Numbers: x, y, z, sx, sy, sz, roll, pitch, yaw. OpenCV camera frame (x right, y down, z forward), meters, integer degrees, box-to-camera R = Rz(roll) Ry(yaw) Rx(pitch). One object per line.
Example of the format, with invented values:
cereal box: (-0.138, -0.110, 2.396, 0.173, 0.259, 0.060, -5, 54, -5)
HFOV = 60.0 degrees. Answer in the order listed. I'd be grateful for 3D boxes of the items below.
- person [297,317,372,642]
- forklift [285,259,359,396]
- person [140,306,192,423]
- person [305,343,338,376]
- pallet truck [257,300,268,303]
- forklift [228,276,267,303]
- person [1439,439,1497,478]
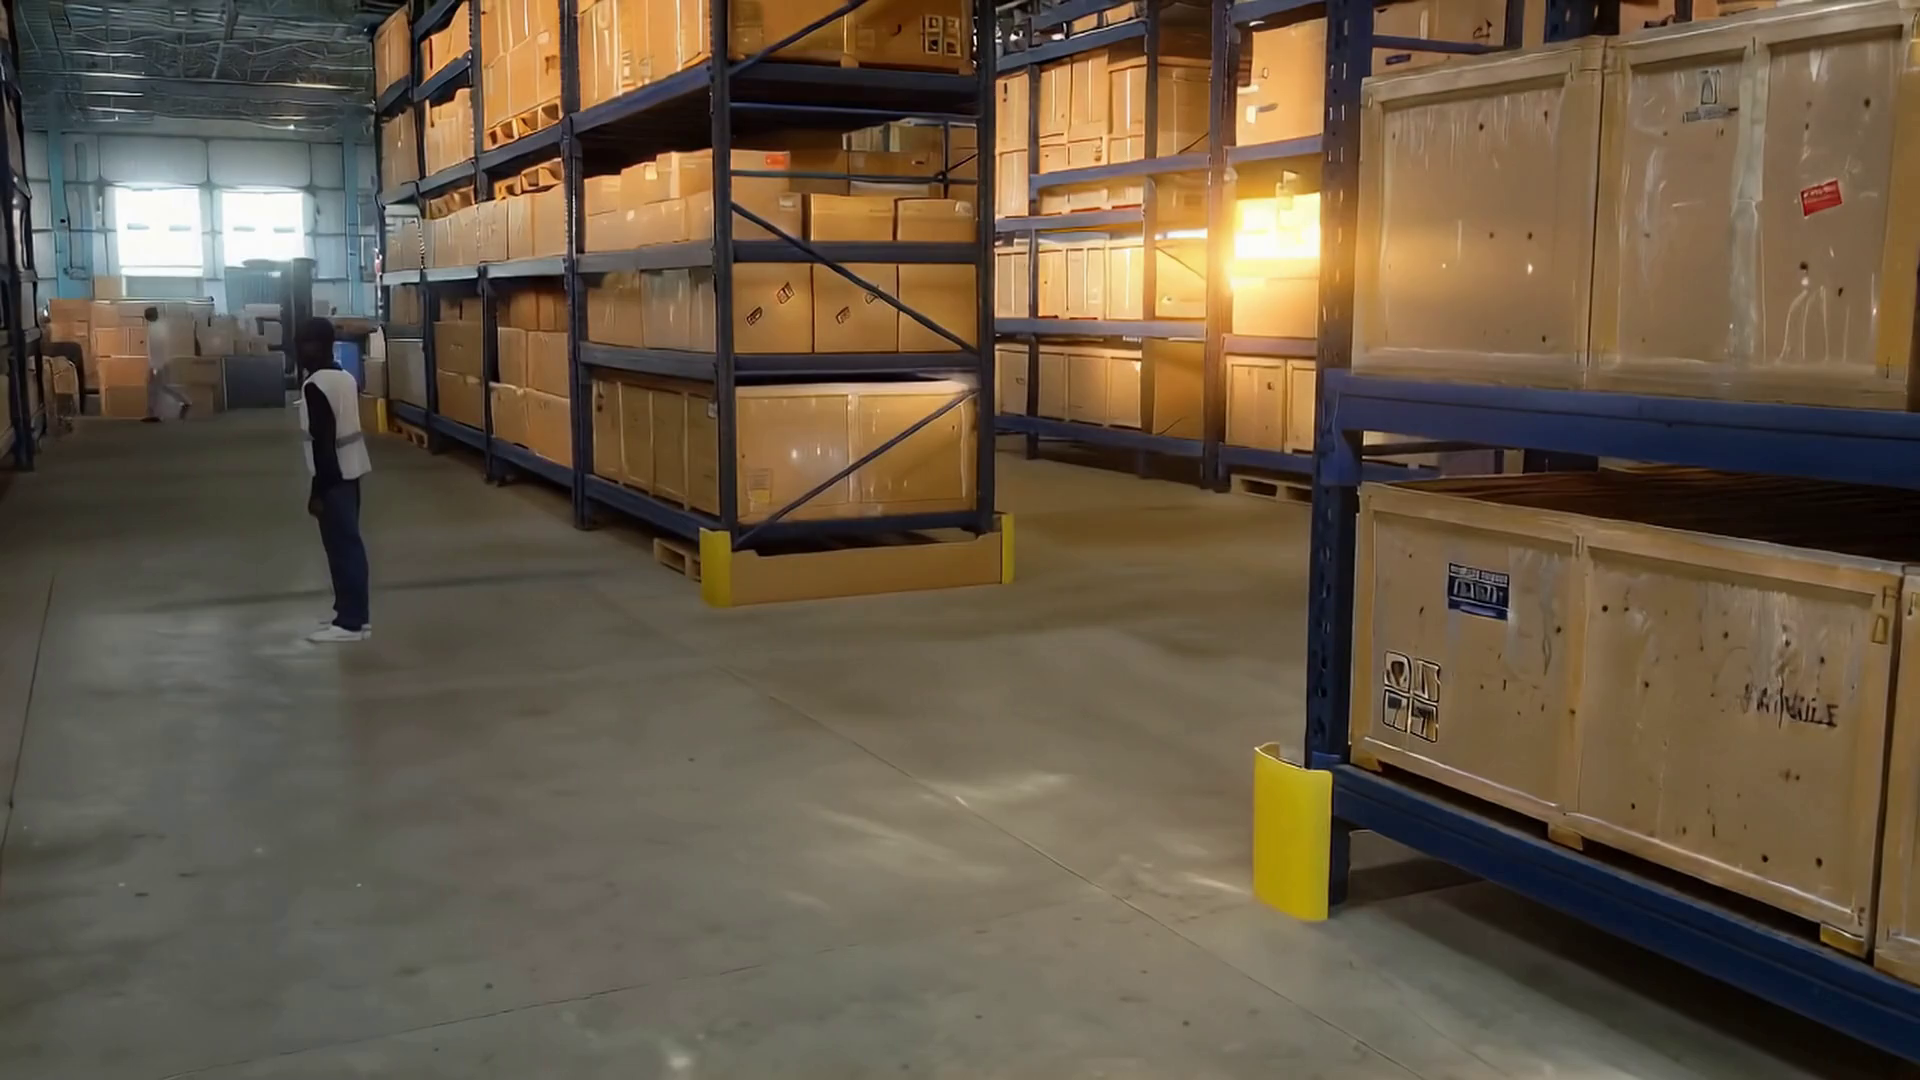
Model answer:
person: (-3.694, -0.352, 9.831, 0.393, 1.913, 0.590, -1, 8, -5)
forklift: (-13.358, -4.326, 33.916, 1.873, 2.768, 1.129, -4, 9, -26)
person: (-12.936, -2.839, 26.973, 0.716, 1.917, 0.636, -3, 9, -18)
person: (-10.666, -2.808, 27.821, 0.524, 1.606, 0.829, -2, 8, -13)
pallet truck: (-23.913, -7.404, 58.171, 1.885, 1.965, 0.823, -1, 8, -9)
forklift: (-17.862, -5.470, 41.809, 1.129, 2.768, 1.873, -4, 9, -26)
person: (3.469, -0.450, 11.492, 0.545, 1.618, 0.518, -5, 10, -31)
